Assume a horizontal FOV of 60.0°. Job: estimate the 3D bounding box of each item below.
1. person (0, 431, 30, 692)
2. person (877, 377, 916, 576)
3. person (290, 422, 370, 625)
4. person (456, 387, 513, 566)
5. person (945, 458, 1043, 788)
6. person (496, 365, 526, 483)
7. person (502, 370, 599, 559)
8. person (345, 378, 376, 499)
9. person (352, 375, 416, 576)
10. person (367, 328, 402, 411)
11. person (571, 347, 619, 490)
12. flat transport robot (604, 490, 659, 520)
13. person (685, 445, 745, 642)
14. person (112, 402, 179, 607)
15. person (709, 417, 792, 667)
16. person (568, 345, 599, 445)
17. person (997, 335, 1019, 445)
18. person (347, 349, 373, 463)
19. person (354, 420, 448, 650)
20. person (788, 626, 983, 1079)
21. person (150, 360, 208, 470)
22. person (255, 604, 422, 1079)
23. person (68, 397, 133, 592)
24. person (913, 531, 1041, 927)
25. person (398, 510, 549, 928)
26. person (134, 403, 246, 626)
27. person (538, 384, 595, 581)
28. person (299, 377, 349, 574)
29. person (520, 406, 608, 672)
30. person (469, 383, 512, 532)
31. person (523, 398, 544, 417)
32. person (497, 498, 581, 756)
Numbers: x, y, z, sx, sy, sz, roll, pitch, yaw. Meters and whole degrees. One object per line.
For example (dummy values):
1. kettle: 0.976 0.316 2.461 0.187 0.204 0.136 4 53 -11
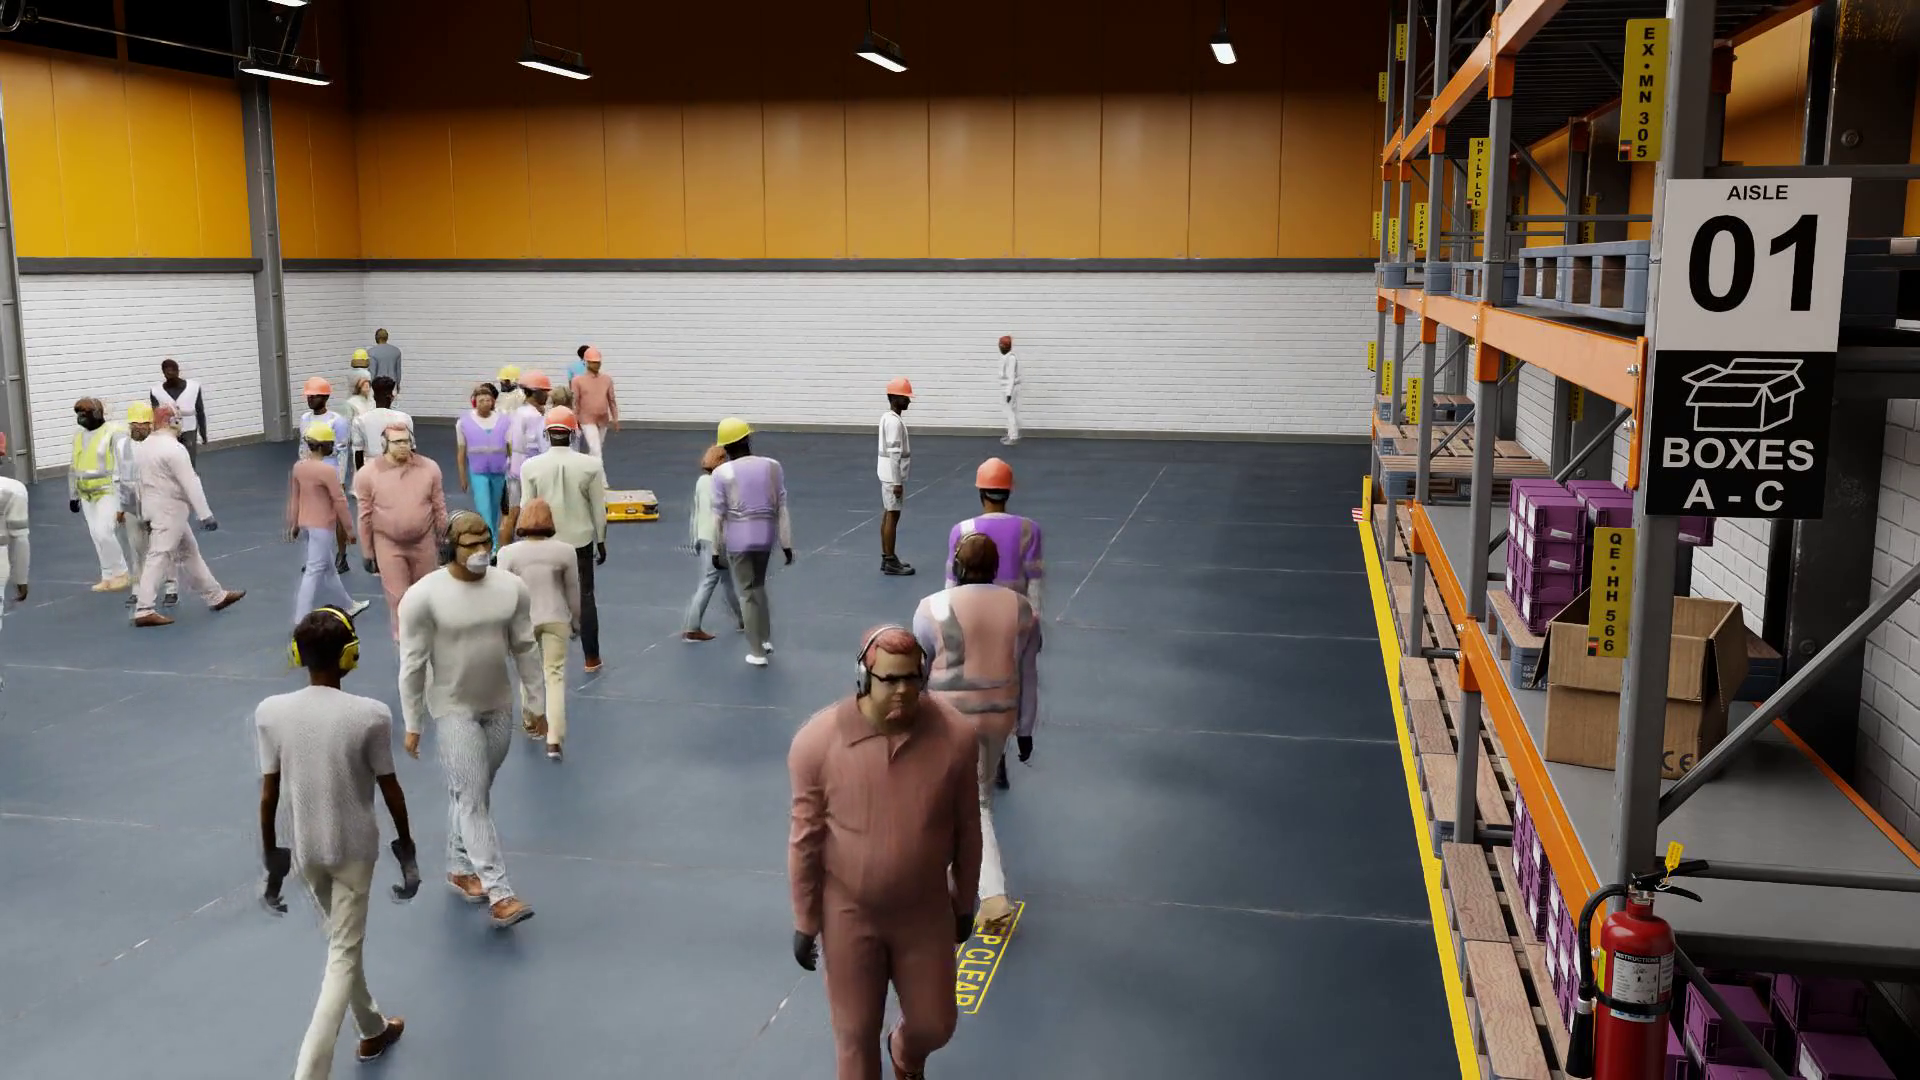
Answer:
1. person: -6.540 0.226 11.049 0.710 1.981 0.958 -3 10 -19
2. person: -0.620 -0.625 16.301 0.375 1.934 0.547 -1 9 -7
3. person: -5.228 -0.115 13.823 0.552 1.721 0.867 6 11 34
4. person: -4.762 -0.652 16.871 0.596 1.794 0.955 -6 11 -31
5. person: 0.175 0.452 9.933 0.569 1.888 0.957 -2 10 -12
6. person: -5.591 -1.315 20.928 0.942 1.785 0.597 -5 11 -27
7. person: -4.096 -0.660 16.312 1.038 1.991 0.620 -6 11 -33
8. person: -7.606 -1.281 21.269 0.851 1.596 0.530 6 11 31
9. person: -5.571 -0.619 16.187 0.603 1.959 0.377 0 9 -2
10. person: -9.877 -2.661 28.550 0.369 1.940 0.631 7 12 37
11. person: -4.851 -1.584 22.049 0.626 1.951 1.003 -8 13 -41
12. flat transport robot: -4.029 -0.435 20.153 0.652 0.197 1.431 -2 10 -14
13. person: -1.921 0.013 13.487 0.794 1.587 0.514 -6 11 -33
14. person: -7.188 -0.310 14.716 0.593 1.830 0.404 -1 9 -4
15. person: -1.626 0.007 12.629 0.628 1.887 0.618 -5 11 -30
16. person: -6.287 -2.427 27.908 0.547 1.679 0.378 1 9 4
17. person: 0.821 -2.507 27.895 0.440 1.848 0.619 -3 10 -16
18. person: -9.110 -2.034 25.362 0.486 1.744 0.311 6 11 30
19. person: -4.195 0.026 12.518 0.651 1.883 0.732 -6 11 -31
20. person: -0.250 1.189 5.514 0.655 1.894 0.541 -2 10 -11
21. person: -9.790 -1.340 20.876 0.604 1.856 1.034 -2 10 -13
22. person: -2.260 1.146 5.994 0.534 1.828 0.956 1 9 7
23. person: -7.931 -0.407 15.346 0.646 1.819 0.453 4 10 23
24. person: 0.084 0.860 7.803 0.619 1.800 0.965 -5 10 -26
25. person: -2.162 0.822 7.665 0.935 1.901 0.656 8 13 41
26. person: -6.604 -0.226 14.134 1.021 1.849 0.652 -9 13 -42
27. person: -3.745 -0.499 15.596 0.603 1.923 0.642 -8 12 -39
28. person: -6.250 -0.628 16.297 0.545 1.942 0.354 3 10 19
29. person: -2.932 0.002 12.337 0.623 1.992 0.396 -2 10 -14
30. person: -5.326 -0.934 18.870 0.536 1.700 0.318 1 9 7
31. person: -4.649 -0.803 18.341 0.521 1.597 0.636 2 10 11
32. person: -2.630 0.527 10.417 0.508 1.578 0.873 -3 10 -16
